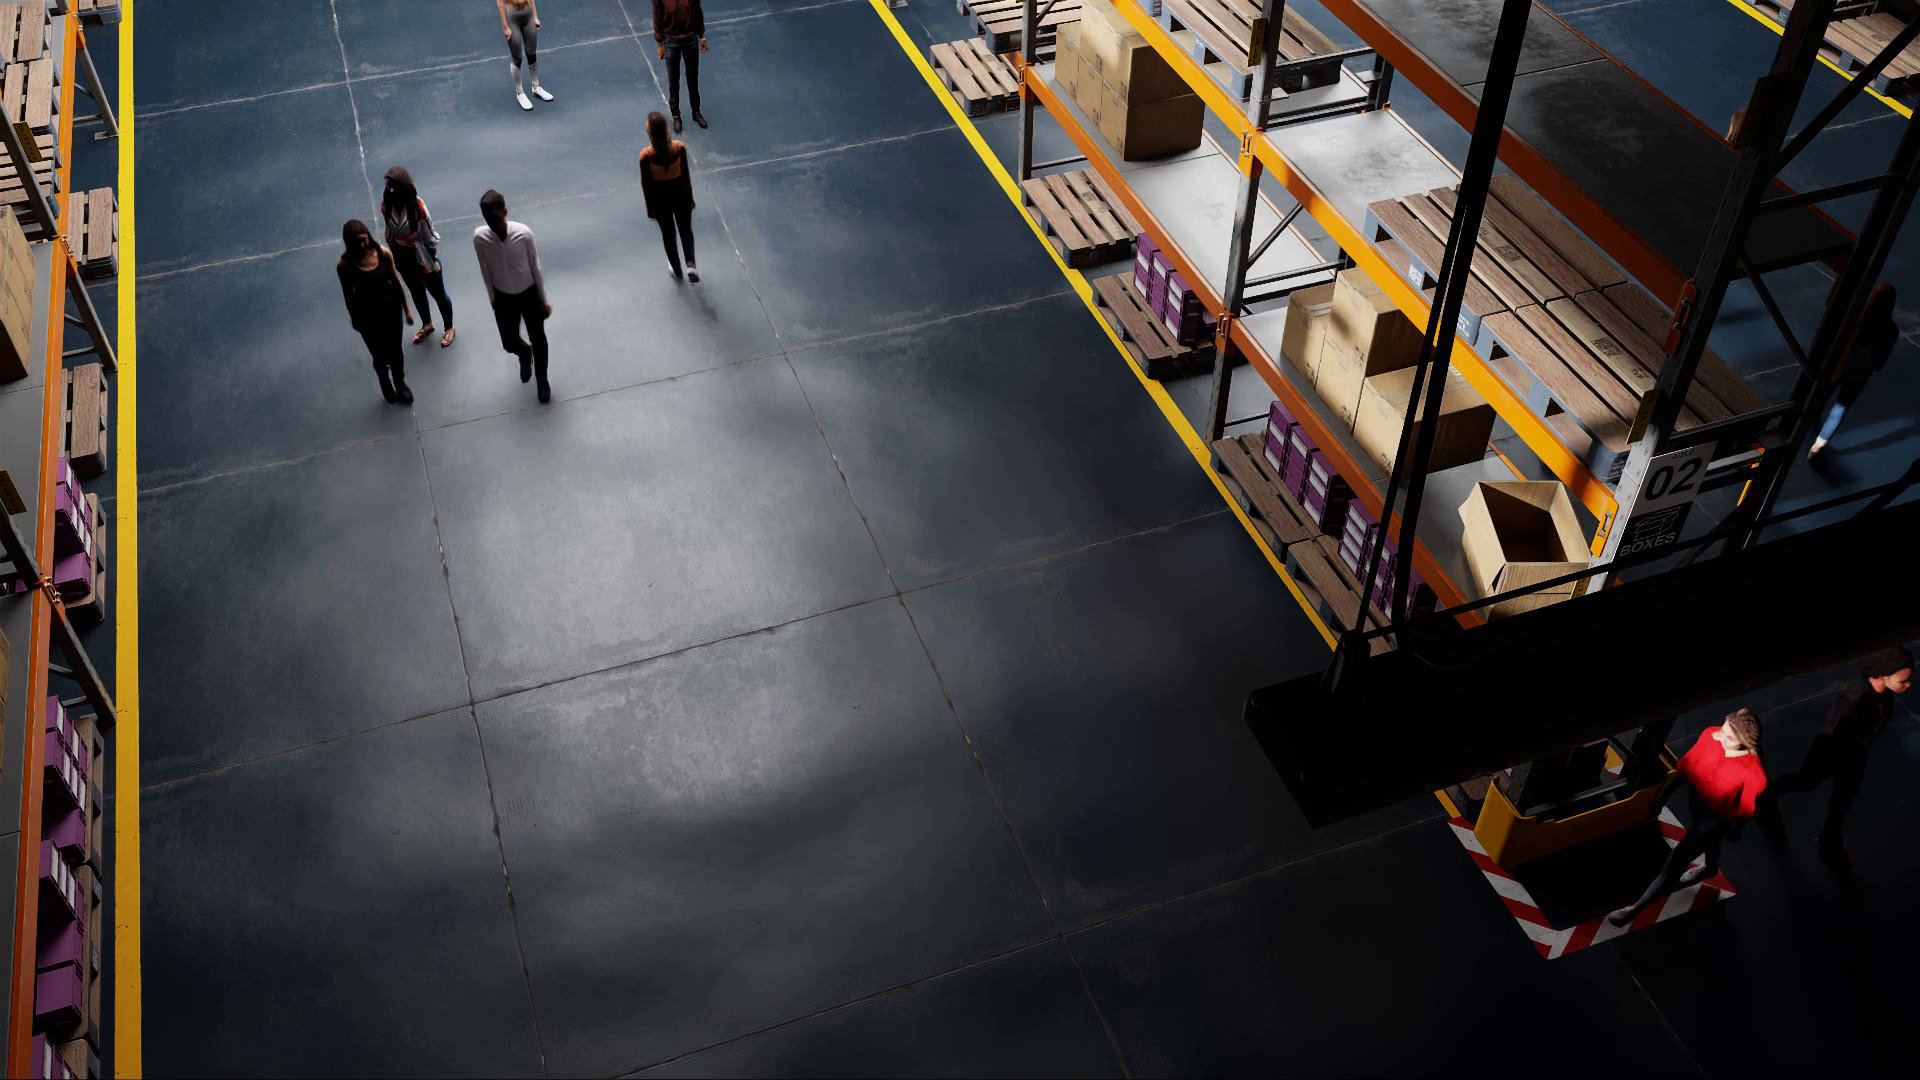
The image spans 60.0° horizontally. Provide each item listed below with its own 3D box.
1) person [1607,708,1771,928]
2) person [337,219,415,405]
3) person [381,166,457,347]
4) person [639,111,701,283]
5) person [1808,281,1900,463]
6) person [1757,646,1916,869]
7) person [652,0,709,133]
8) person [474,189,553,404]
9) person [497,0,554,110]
[{"bbox_3d":[4.311,1.508,9.446,0.675,1.645,1.060,-15,46,-15],"label":"person"},{"bbox_3d":[-4.535,-1.805,12.902,0.664,1.676,0.677,-30,51,-28],"label":"person"},{"bbox_3d":[-4.396,-2.305,13.473,0.672,1.611,0.684,9,44,9],"label":"person"},{"bbox_3d":[-2.418,-2.828,14.015,0.591,1.621,0.794,-15,46,-15],"label":"person"},{"bbox_3d":[6.642,-1.218,12.453,0.942,1.445,0.947,25,49,24],"label":"person"},{"bbox_3d":[5.105,1.190,9.778,0.676,1.648,0.930,-21,47,-20],"label":"person"},{"bbox_3d":[-2.693,-4.805,15.974,0.639,1.781,0.500,-14,45,-14],"label":"person"},{"bbox_3d":[-3.435,-1.965,12.941,0.719,1.854,0.789,-6,44,-6],"label":"person"},{"bbox_3d":[-4.341,-5.106,16.344,0.664,1.707,0.644,34,53,30],"label":"person"}]
